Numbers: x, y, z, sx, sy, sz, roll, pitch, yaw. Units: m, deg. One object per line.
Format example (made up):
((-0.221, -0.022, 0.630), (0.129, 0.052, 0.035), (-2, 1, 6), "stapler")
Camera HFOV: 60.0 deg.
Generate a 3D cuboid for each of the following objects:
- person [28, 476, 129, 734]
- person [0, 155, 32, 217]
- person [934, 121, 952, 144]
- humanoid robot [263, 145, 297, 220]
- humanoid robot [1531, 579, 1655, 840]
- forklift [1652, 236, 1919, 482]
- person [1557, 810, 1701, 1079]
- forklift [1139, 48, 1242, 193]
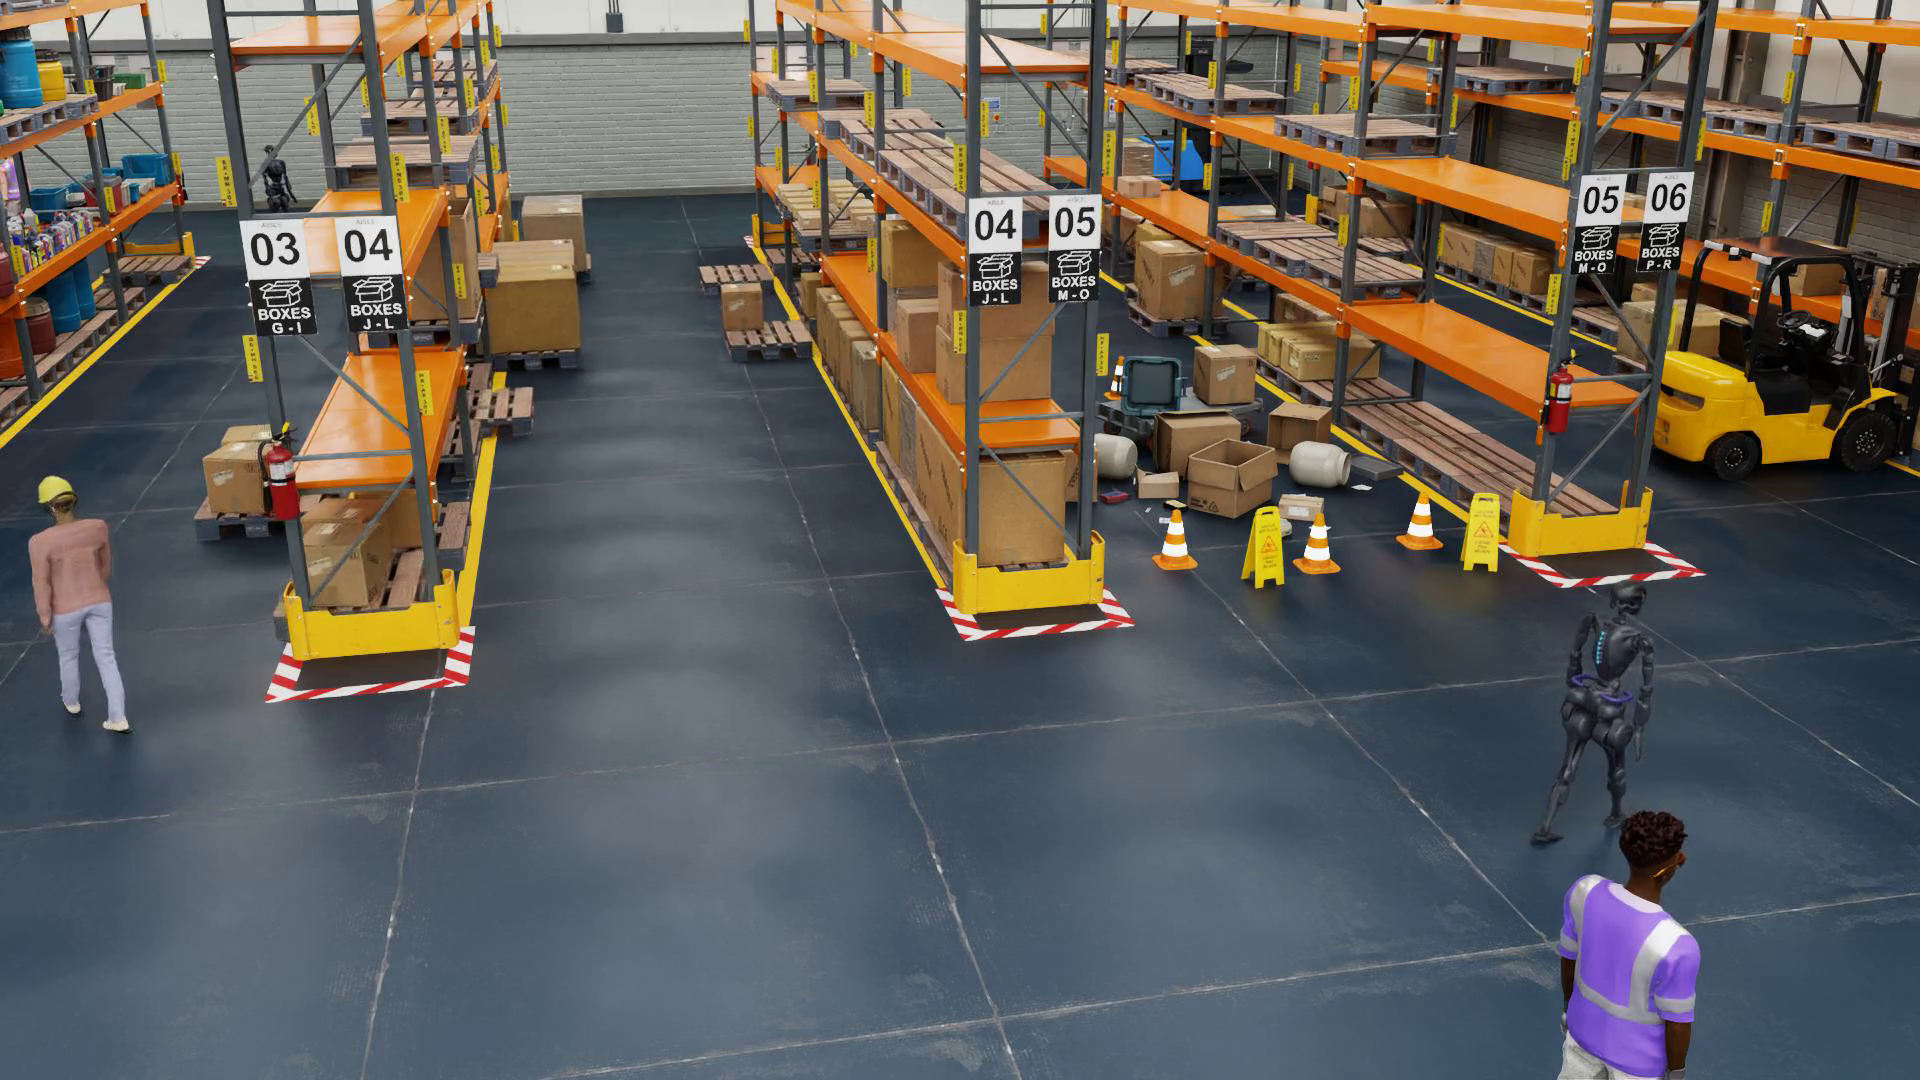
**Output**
((-5.820, 0.422, 10.990), (0.792, 1.714, 0.537), (19, 28, 41), "person")
((-15.359, -5.555, 27.126), (0.350, 1.688, 0.489), (11, 23, 27), "person")
((-0.319, -6.907, 30.793), (0.517, 1.653, 0.558), (-13, 24, -32), "person")
((-11.411, -5.763, 27.717), (0.571, 1.642, 0.588), (7, 21, 17), "humanoid robot")
((3.707, 0.977, 9.635), (0.793, 1.629, 0.601), (-12, 24, -30), "humanoid robot")
((8.013, -1.814, 16.330), (2.313, 2.155, 1.214), (-4, 21, -12), "forklift")
((2.601, 1.946, 6.528), (0.368, 1.966, 0.605), (-11, 23, -27), "person")
((4.566, -8.313, 32.860), (1.873, 2.768, 1.129), (-4, 21, -12), "forklift")
